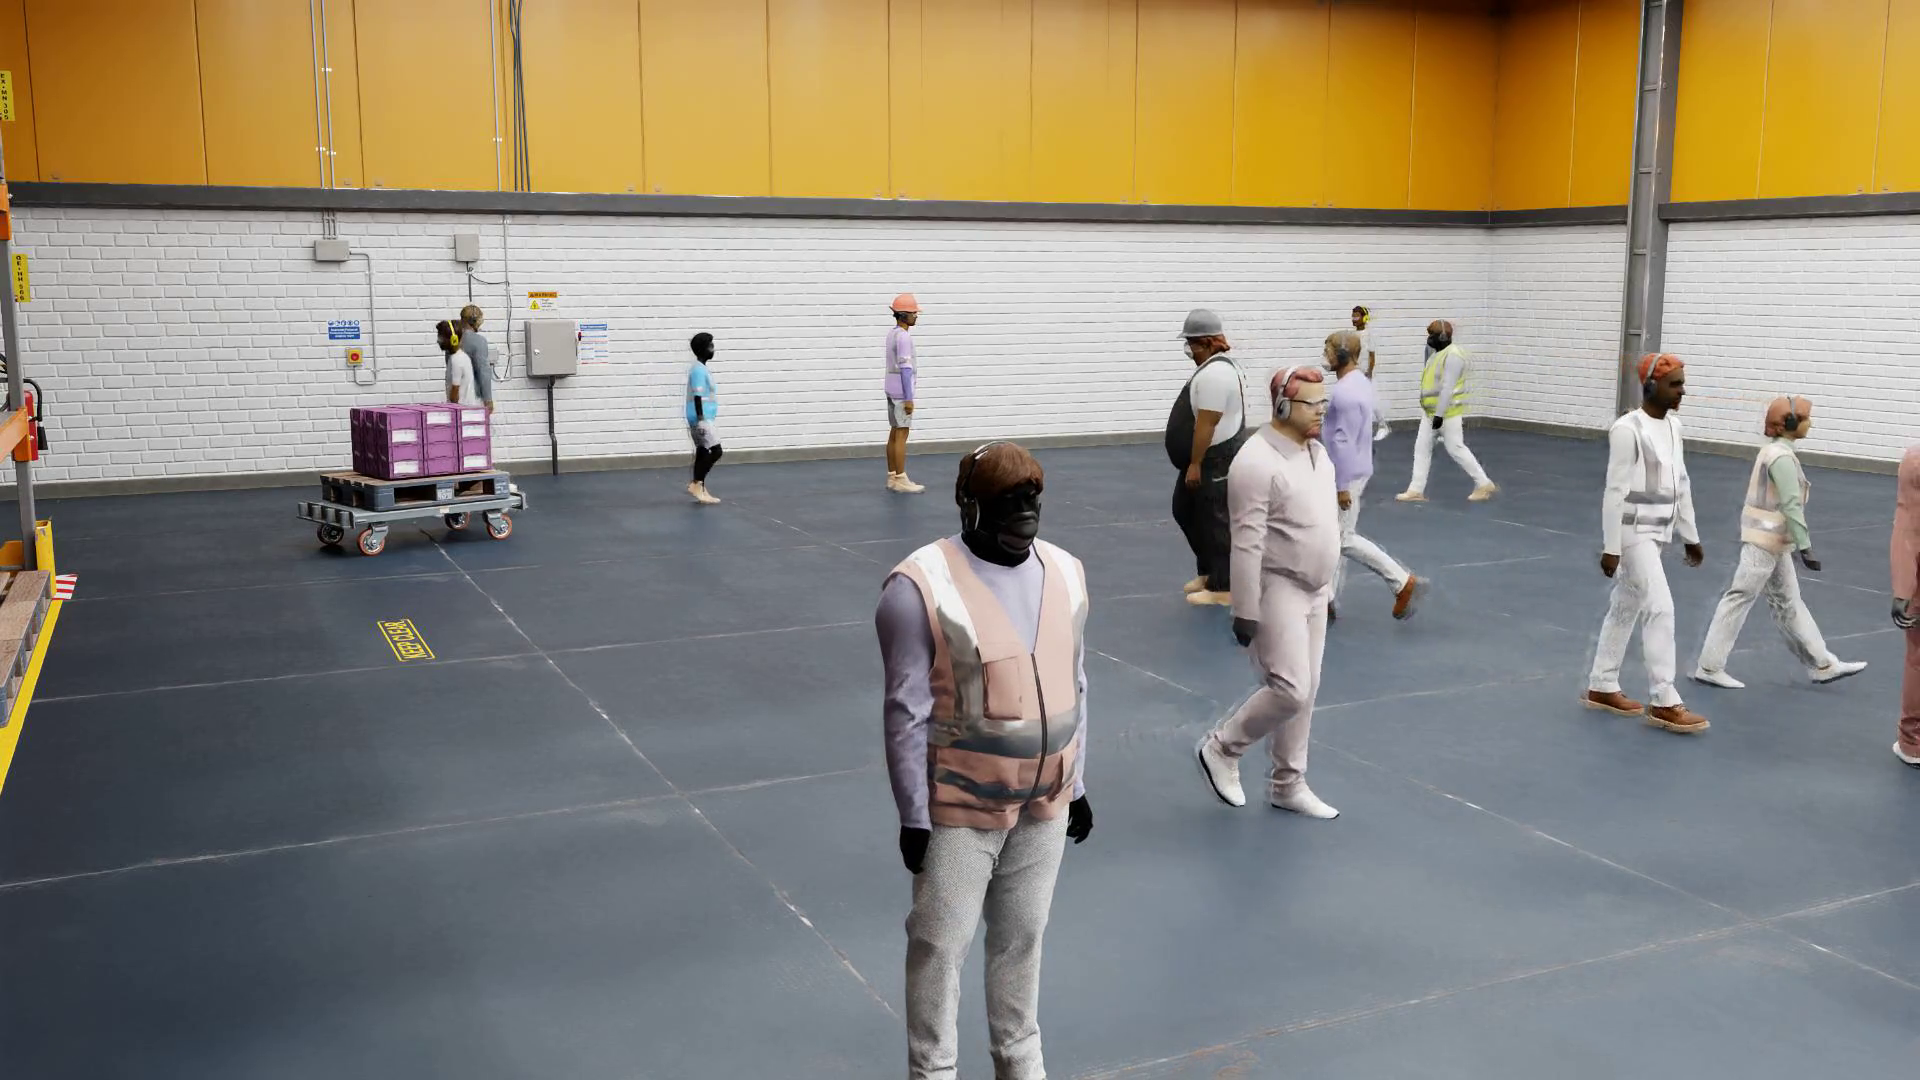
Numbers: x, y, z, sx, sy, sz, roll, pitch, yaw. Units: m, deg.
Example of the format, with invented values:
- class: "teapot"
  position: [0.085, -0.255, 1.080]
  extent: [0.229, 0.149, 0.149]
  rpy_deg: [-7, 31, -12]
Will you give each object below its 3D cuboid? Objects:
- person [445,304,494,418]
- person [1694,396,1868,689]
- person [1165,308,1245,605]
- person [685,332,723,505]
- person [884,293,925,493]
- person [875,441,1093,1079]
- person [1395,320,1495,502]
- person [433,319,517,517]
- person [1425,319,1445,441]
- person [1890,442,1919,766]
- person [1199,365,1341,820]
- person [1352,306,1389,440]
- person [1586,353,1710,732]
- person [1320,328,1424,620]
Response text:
- class: "person"
  position: [-5.056, -1.466, 17.220]
  extent: [0.627, 1.933, 0.374]
  rpy_deg: [7, 12, 38]
- class: "person"
  position: [4.446, 0.036, 8.916]
  extent: [0.893, 1.592, 0.518]
  rpy_deg: [4, 10, 22]
- class: "person"
  position: [1.664, -0.570, 11.321]
  extent: [0.538, 2.000, 0.699]
  rpy_deg: [1, 9, 5]
- class: "person"
  position: [-2.467, -1.162, 16.059]
  extent: [0.366, 1.684, 0.551]
  rpy_deg: [-1, 9, -6]
- class: "person"
  position: [-0.578, -1.508, 17.128]
  extent: [0.393, 2.044, 0.609]
  rpy_deg: [-2, 9, -15]
- class: "person"
  position: [0.094, 0.665, 4.276]
  extent: [0.621, 1.845, 0.430]
  rpy_deg: [-6, 11, -33]
- class: "person"
  position: [4.819, -1.258, 16.346]
  extent: [0.896, 1.807, 0.623]
  rpy_deg: [-1, 9, -6]
- class: "person"
  position: [-4.498, -1.106, 15.275]
  extent: [0.711, 1.843, 0.544]
  rpy_deg: [-3, 10, -16]
- class: "person"
  position: [6.408, -2.135, 22.290]
  extent: [0.285, 1.633, 0.498]
  rpy_deg: [-3, 10, -20]
- class: "person"
  position: [4.397, 0.177, 7.246]
  extent: [0.627, 1.861, 0.966]
  rpy_deg: [4, 10, 22]
- class: "person"
  position: [1.336, 0.223, 6.877]
  extent: [0.463, 1.892, 0.645]
  rpy_deg: [7, 12, 38]
- class: "person"
  position: [5.408, -2.227, 22.296]
  extent: [0.993, 1.827, 0.533]
  rpy_deg: [-6, 11, -32]
- class: "person"
  position: [3.526, 0.008, 8.289]
  extent: [0.822, 1.854, 0.599]
  rpy_deg: [9, 13, 44]
- class: "person"
  position: [2.549, -0.397, 10.657]
  extent: [0.789, 1.916, 0.635]
  rpy_deg: [3, 10, 16]
